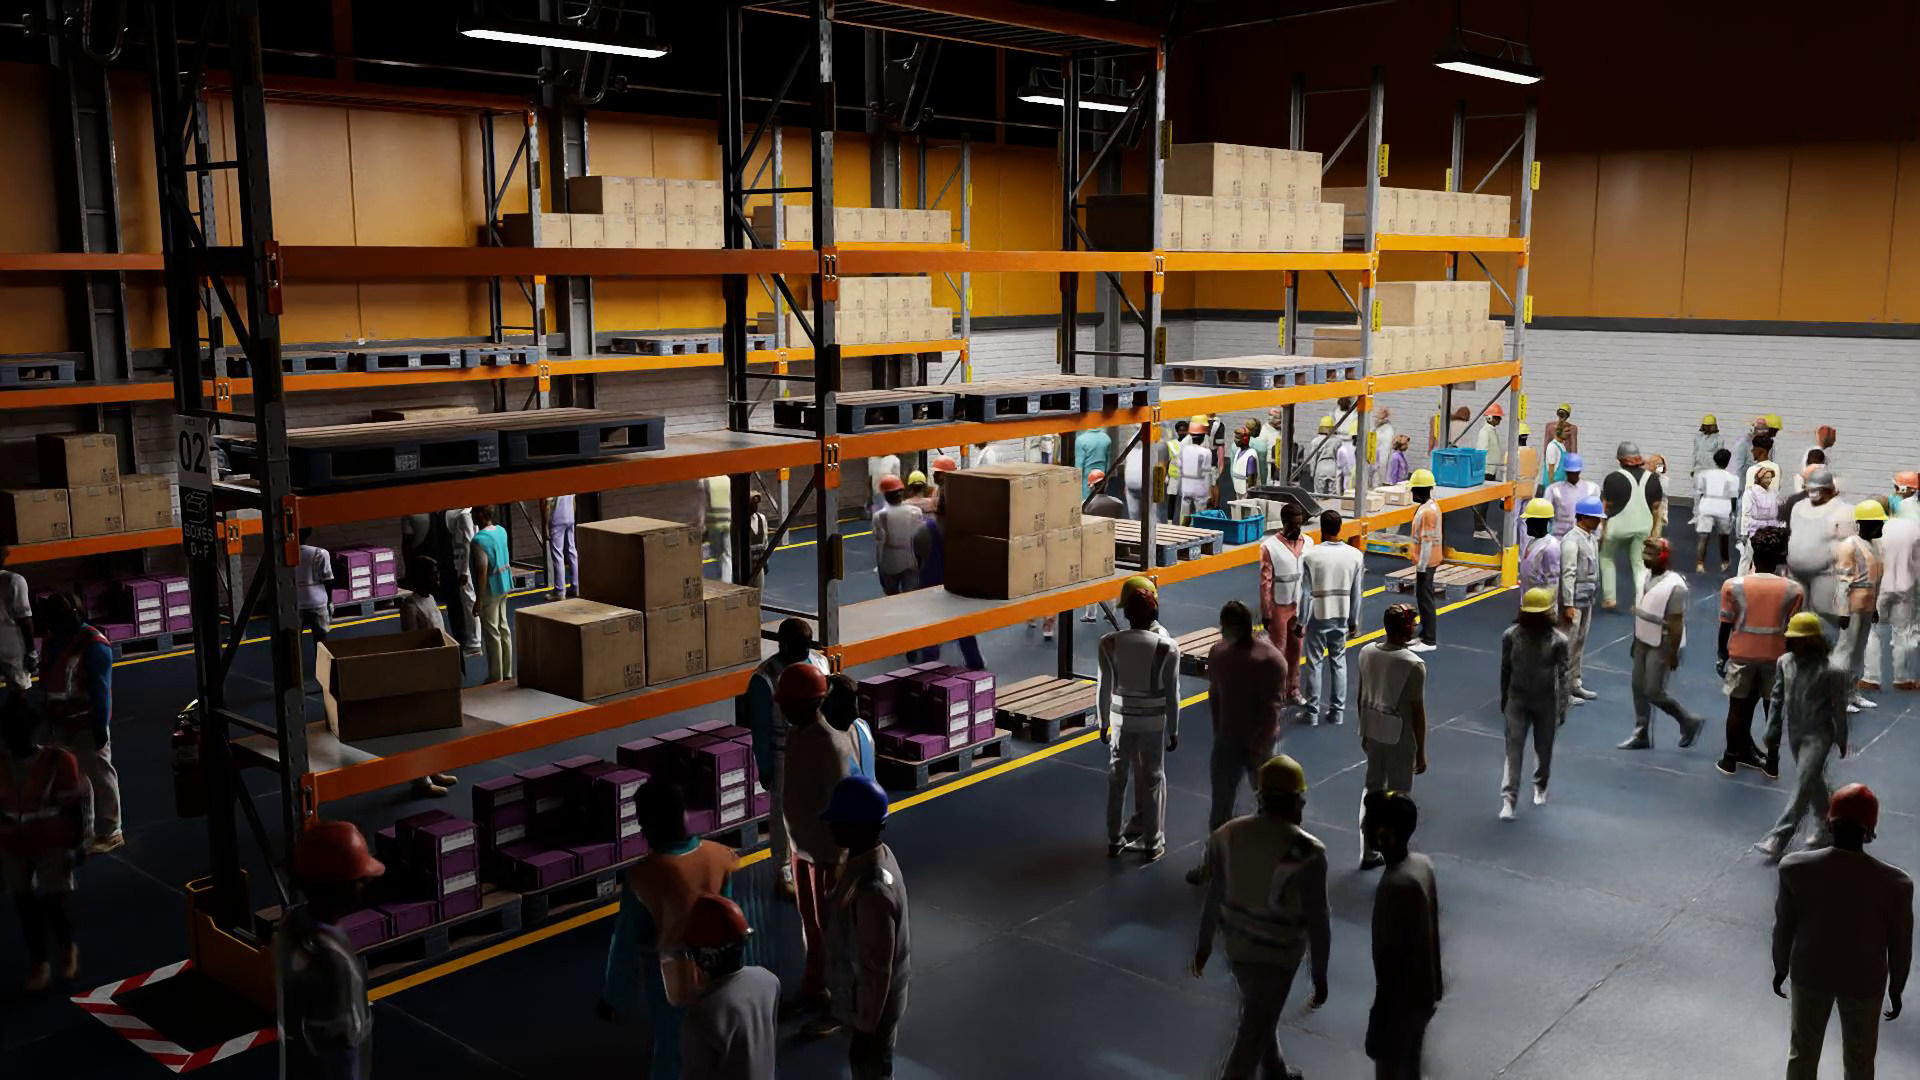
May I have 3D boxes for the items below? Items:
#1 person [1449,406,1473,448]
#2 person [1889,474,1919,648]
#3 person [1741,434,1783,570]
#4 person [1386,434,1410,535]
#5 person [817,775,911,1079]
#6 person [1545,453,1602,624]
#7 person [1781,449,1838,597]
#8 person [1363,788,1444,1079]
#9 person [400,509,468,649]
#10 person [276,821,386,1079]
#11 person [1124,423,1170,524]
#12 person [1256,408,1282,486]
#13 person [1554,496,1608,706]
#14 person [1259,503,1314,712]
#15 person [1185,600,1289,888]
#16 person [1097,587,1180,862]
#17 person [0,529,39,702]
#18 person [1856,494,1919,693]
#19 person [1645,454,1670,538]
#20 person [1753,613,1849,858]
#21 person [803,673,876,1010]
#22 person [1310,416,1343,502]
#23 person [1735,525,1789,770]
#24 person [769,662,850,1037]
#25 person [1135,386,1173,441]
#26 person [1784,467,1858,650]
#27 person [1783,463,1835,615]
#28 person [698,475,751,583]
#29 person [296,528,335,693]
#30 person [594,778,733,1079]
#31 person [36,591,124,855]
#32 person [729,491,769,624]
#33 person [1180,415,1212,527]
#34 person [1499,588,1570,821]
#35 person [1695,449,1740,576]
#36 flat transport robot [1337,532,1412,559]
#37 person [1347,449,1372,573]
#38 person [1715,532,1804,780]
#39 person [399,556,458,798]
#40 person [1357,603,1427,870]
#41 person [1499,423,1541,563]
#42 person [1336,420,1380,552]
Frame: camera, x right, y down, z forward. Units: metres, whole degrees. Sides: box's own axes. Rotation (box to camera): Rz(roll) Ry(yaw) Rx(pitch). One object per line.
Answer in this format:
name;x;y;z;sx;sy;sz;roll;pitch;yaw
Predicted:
person;8.534;-1.479;28.370;0.346;1.615;0.520;-7;12;-35
person;10.074;0.214;17.443;0.535;1.895;0.593;-8;13;-40
person;9.841;-0.319;20.454;0.606;1.957;0.383;-6;11;-32
person;6.197;-0.687;23.606;0.312;1.631;0.530;4;10;22
person;-0.401;1.932;7.024;0.385;1.948;0.605;-1;10;-8
person;6.878;-0.021;18.722;0.662;1.934;0.440;2;10;14
person;10.205;-0.180;19.898;0.997;1.865;0.609;-4;10;-20
person;1.887;1.974;7.095;0.425;1.850;0.547;7;12;35
person;-5.405;0.195;17.121;0.683;2.000;0.535;-5;11;-28
person;-2.300;2.030;6.207;0.431;2.037;0.626;-6;11;-31
person;2.516;-0.768;22.868;0.687;2.000;0.535;8;12;40
person;4.700;-1.040;24.939;0.652;1.897;0.399;-8;13;-40
person;5.697;0.550;15.312;0.414;1.940;0.606;8;12;40
person;2.958;0.599;15.120;0.599;1.909;0.398;-6;11;-31
person;1.820;1.322;10.868;0.618;1.871;1.031;8;12;39
person;1.207;1.252;11.298;0.577;1.880;0.352;3;10;20
person;-7.686;0.871;13.328;0.603;1.958;0.380;0;10;2
person;8.792;0.514;15.694;0.766;1.900;0.371;0;10;2
person;8.804;-0.278;21.158;0.500;1.633;0.280;-4;10;-22
person;5.769;1.326;11.390;0.909;1.684;0.492;-4;10;-24
person;-0.659;1.633;9.131;0.429;1.844;0.623;6;11;31
person;5.546;-1.012;25.238;0.485;1.737;0.320;0;10;-3
person;6.461;0.851;13.421;0.366;1.967;0.602;5;11;28
person;-0.788;1.617;8.814;0.414;1.986;0.637;-5;11;-29
person;3.310;-1.626;28.167;0.628;1.976;1.068;-3;10;-15
person;8.742;0.229;16.919;0.731;2.000;0.691;-5;11;-26
person;8.906;0.171;17.487;0.485;1.968;0.605;-2;10;-12
person;-2.787;-0.159;19.980;0.646;1.785;0.973;1;10;5
person;-6.159;0.611;15.655;0.540;1.698;0.316;-2;10;-12
person;-1.234;1.943;7.272;1.000;1.857;0.576;6;11;31
person;-6.078;1.250;11.459;0.624;1.835;0.431;5;11;28
person;-2.261;0.278;17.854;0.315;1.630;0.516;9;13;42
person;3.421;-0.893;24.013;0.590;1.916;0.427;-8;12;-39
person;4.215;1.183;12.242;0.499;1.696;0.869;5;11;26
person;9.820;-0.355;21.595;0.532;1.646;0.885;7;12;37
flat transport robot;5.962;0.062;23.189;0.652;0.197;1.431;-9;13;-44
person;5.238;-0.424;21.829;0.321;1.698;0.537;2;10;10
person;6.293;0.909;13.124;0.603;1.957;0.385;3;10;17
person;-4.080;1.030;12.714;0.344;1.847;0.505;0;10;0
person;2.840;1.323;10.965;0.385;1.845;0.569;-6;11;-31
person;7.496;-0.613;22.334;0.591;1.913;0.394;-5;11;-28
person;5.476;-0.699;22.880;0.613;1.907;0.559;3;10;17
